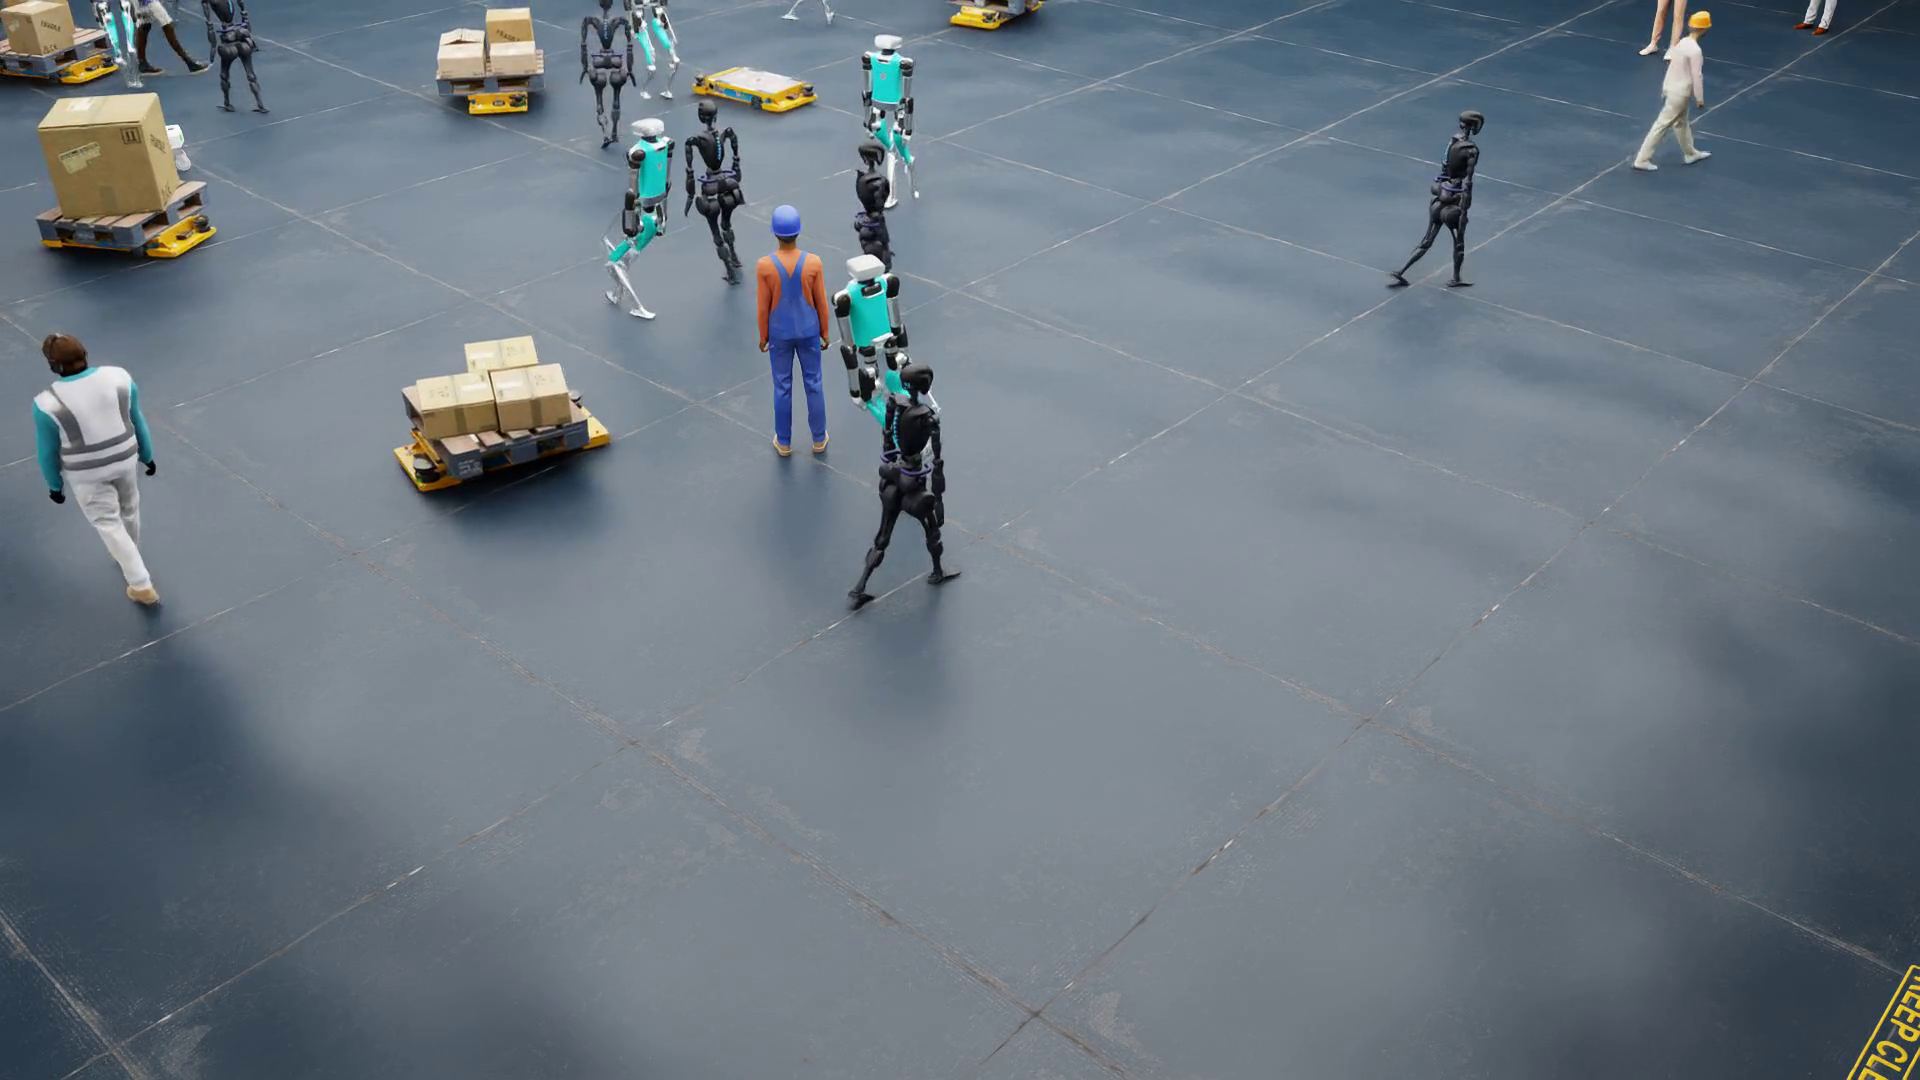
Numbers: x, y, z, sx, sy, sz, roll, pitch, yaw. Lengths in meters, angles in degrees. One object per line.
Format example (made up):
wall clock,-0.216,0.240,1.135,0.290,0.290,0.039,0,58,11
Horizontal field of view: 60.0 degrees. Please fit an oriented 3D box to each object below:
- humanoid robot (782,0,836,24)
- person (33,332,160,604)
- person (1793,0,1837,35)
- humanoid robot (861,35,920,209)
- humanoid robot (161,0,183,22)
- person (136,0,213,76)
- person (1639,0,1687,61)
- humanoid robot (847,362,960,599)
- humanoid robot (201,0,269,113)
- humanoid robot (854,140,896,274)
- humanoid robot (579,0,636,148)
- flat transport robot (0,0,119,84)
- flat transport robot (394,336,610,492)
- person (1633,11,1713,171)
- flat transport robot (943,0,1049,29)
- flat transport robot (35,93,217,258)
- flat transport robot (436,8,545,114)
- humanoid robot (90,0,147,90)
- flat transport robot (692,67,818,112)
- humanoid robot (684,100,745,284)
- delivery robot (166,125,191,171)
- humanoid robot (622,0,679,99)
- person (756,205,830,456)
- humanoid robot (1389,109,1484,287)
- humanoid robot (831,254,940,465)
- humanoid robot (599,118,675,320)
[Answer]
humanoid robot,-2.024,-7.850,22.420,0.938,1.771,0.542,8,33,12
person,-5.417,-0.468,10.447,0.785,1.812,0.644,22,38,32
person,11.505,-7.631,21.963,0.366,1.833,0.502,-13,34,-20
humanoid robot,-0.619,-4.092,16.464,0.548,1.906,0.725,12,34,19
humanoid robot,-10.713,-7.732,22.251,0.545,1.842,0.714,-22,38,-31
person,-9.764,-6.617,20.244,0.980,1.901,0.641,-9,33,-14
person,9.021,-7.012,20.922,0.349,1.876,0.516,-26,40,-35
humanoid robot,-0.362,-0.351,10.450,0.820,1.640,0.589,-25,40,-34
humanoid robot,-8.381,-5.738,19.076,0.650,1.631,0.610,17,35,25
humanoid robot,-0.730,-2.554,13.951,0.450,1.643,0.605,-8,33,-12
humanoid robot,-3.863,-5.115,18.108,0.613,1.647,0.602,0,32,-1
flat transport robot,-11.282,-5.886,20.633,1.431,0.231,0.659,9,33,14
flat transport robot,-3.402,-0.743,12.350,1.431,0.231,0.659,-19,36,-27
person,7.581,-4.668,17.354,0.870,1.646,0.501,0,32,-1
flat transport robot,0.506,-7.351,22.990,0.659,0.231,1.431,17,36,26
flat transport robot,-7.947,-2.961,15.921,1.431,0.231,0.659,7,32,11
flat transport robot,-5.537,-5.368,19.798,0.659,0.231,1.431,-6,32,-10
humanoid robot,-9.995,-6.166,19.697,0.541,1.763,0.836,-10,33,-15
flat transport robot,-2.449,-5.375,19.809,1.431,0.231,0.659,21,38,30
humanoid robot,-2.194,-3.118,14.853,0.585,1.647,0.514,-23,39,-32
delivery robot,-8.586,-4.138,17.544,0.774,0.592,0.499,-17,36,-25
humanoid robot,-3.580,-5.996,19.409,0.530,1.766,0.726,-17,36,-26
person,-1.200,-1.502,12.017,0.515,1.912,0.363,-5,32,-8
humanoid robot,4.283,-2.997,14.709,0.768,1.644,0.608,-5,32,-7
humanoid robot,-0.434,-1.010,11.432,0.562,1.810,0.840,-24,39,-34
humanoid robot,-2.854,-2.727,14.226,0.895,1.843,0.576,16,35,24
